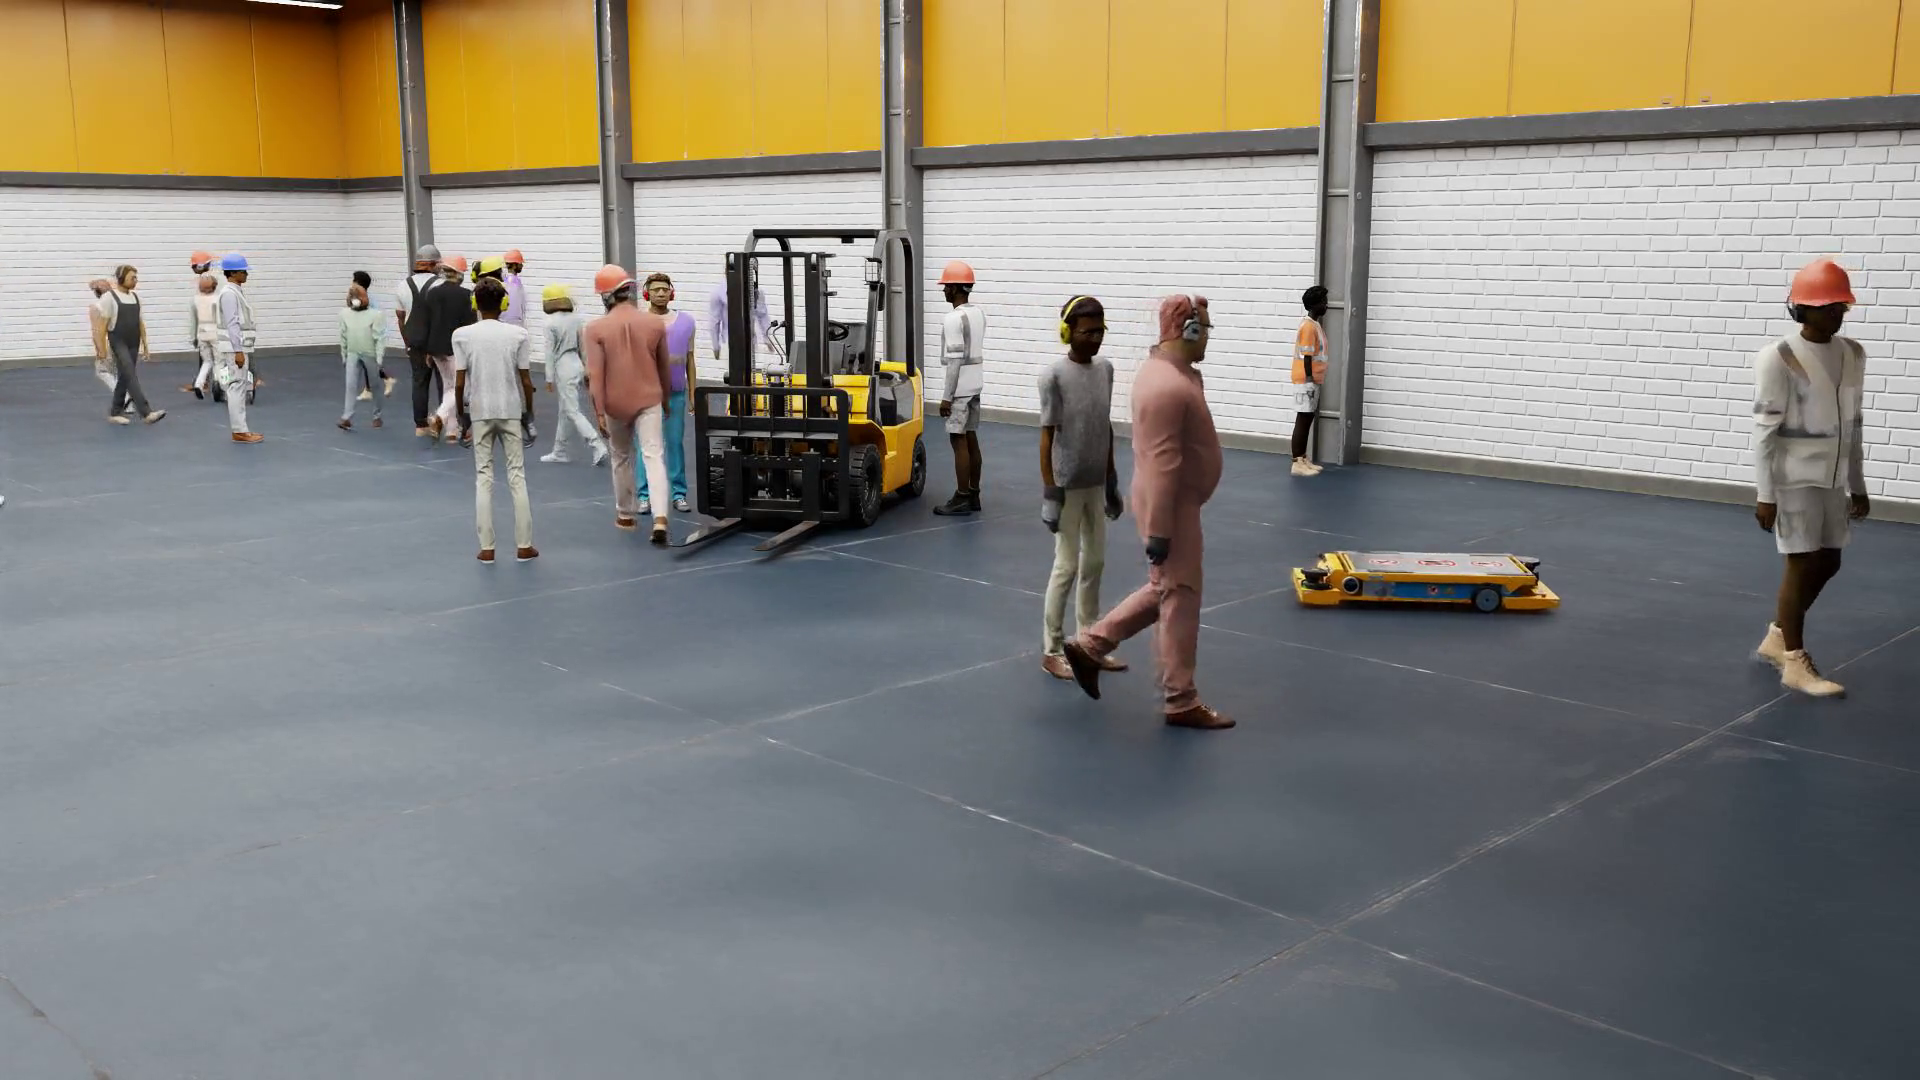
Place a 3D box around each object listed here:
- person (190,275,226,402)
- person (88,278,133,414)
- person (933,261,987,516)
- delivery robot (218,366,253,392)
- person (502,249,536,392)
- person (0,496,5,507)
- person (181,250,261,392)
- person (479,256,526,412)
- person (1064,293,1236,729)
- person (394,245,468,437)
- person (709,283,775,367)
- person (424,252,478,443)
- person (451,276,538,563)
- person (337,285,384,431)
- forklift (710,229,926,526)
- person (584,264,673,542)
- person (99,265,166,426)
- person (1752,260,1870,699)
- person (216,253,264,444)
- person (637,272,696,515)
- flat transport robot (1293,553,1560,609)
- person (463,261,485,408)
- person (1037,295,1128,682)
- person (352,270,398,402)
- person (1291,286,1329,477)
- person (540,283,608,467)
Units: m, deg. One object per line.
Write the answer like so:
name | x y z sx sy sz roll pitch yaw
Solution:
person | -9.578 -2.568 21.282 0.527 1.630 0.392 2 11 10
person | -10.054 -2.291 19.768 0.412 1.623 0.544 4 11 22
person | -0.009 -1.150 12.697 0.354 1.939 0.544 4 11 22
delivery robot | -9.236 -2.062 21.186 0.477 0.478 0.707 -6 12 -30
person | -6.045 -2.976 22.654 0.360 1.938 0.545 -8 13 -38
person | -7.526 -0.893 12.242 0.535 1.587 0.896 1 10 7
person | -10.085 -2.968 22.628 1.052 1.945 0.627 -1 10 -8
person | -5.175 -2.265 18.875 0.687 1.890 0.677 8 13 38
person | 0.845 -0.129 7.263 0.662 1.890 0.673 0 10 2
person | -5.604 -2.118 17.694 0.683 2.000 0.536 2 11 11
person | -2.480 -2.212 18.656 0.647 1.895 1.042 -6 12 -30
person | -5.218 -1.931 16.893 0.633 1.963 0.743 4 11 21
person | -3.034 -0.778 10.854 0.512 1.872 0.330 -2 11 -12
person | -6.548 -1.981 18.183 0.508 1.582 0.867 0 10 -1
forklift | -1.050 -1.319 12.920 1.214 2.155 2.313 2 11 13
person | -2.295 -0.959 11.676 0.634 1.938 1.049 -4 11 -20
person | -9.237 -2.155 18.571 0.950 1.793 0.530 4 11 20
person | 4.012 -0.278 7.785 0.662 2.022 0.629 -4 11 -22
person | -7.425 -1.967 17.119 0.389 1.949 0.604 -4 11 -21
person | -2.304 -1.123 12.809 0.565 1.843 0.388 -4 11 -19
flat transport robot | 2.703 0.227 9.737 1.431 0.197 0.652 1 10 7
person | -5.798 -2.470 20.223 0.967 1.833 0.528 6 12 28
person | 0.588 -0.247 8.011 0.344 1.854 0.537 10 14 43
person | -7.562 -2.609 21.331 0.475 1.683 0.550 -3 11 -17
person | 3.112 -1.413 14.809 0.320 1.694 0.532 4 11 19
person | -3.588 -1.532 15.444 0.846 1.698 0.522 5 11 25
